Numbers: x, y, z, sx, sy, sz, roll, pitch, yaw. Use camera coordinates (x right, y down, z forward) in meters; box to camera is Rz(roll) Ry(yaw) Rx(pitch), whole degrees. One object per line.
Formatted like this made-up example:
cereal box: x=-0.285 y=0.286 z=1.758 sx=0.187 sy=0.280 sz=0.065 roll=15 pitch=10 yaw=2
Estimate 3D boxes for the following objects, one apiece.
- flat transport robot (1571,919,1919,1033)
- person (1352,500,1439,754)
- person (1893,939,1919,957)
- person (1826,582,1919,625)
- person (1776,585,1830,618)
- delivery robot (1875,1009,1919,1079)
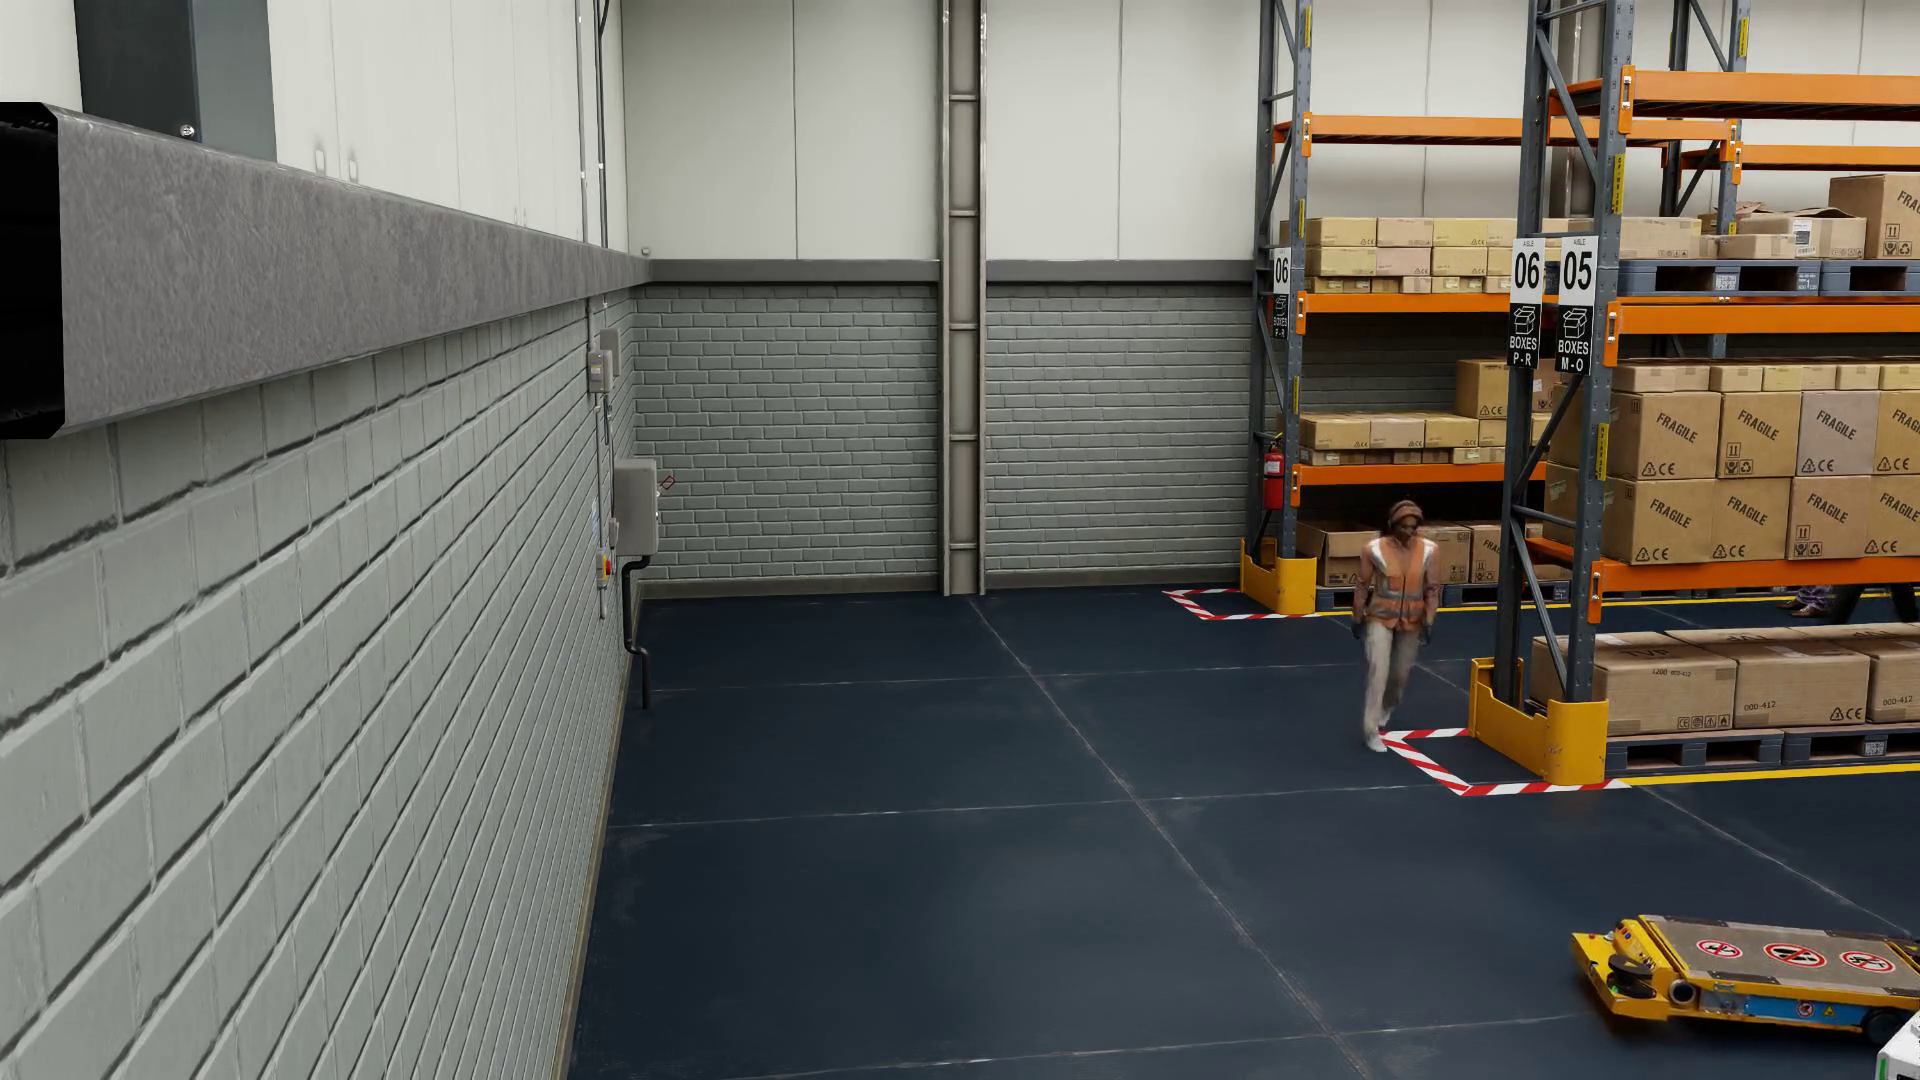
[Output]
flat transport robot: x=3.328 y=1.786 z=6.816 sx=1.431 sy=0.197 sz=0.652 roll=4 pitch=9 yaw=6
person: x=2.775 y=0.507 z=10.720 sx=0.516 sy=1.601 sz=0.724 roll=0 pitch=9 yaw=-2
person: x=4.595 y=0.941 z=7.267 sx=0.978 sy=1.875 sz=0.600 roll=-2 pitch=9 yaw=-10
person: x=7.275 y=0.006 z=12.984 sx=0.987 sy=1.863 sz=0.618 roll=2 pitch=9 yaw=10
person: x=7.459 y=-0.272 z=14.588 sx=0.403 sy=1.906 sz=0.651 roll=2 pitch=9 yaw=10
delivery robot: x=3.433 y=1.791 z=5.730 sx=0.477 sy=0.478 sz=0.707 roll=9 pitch=13 yaw=44
